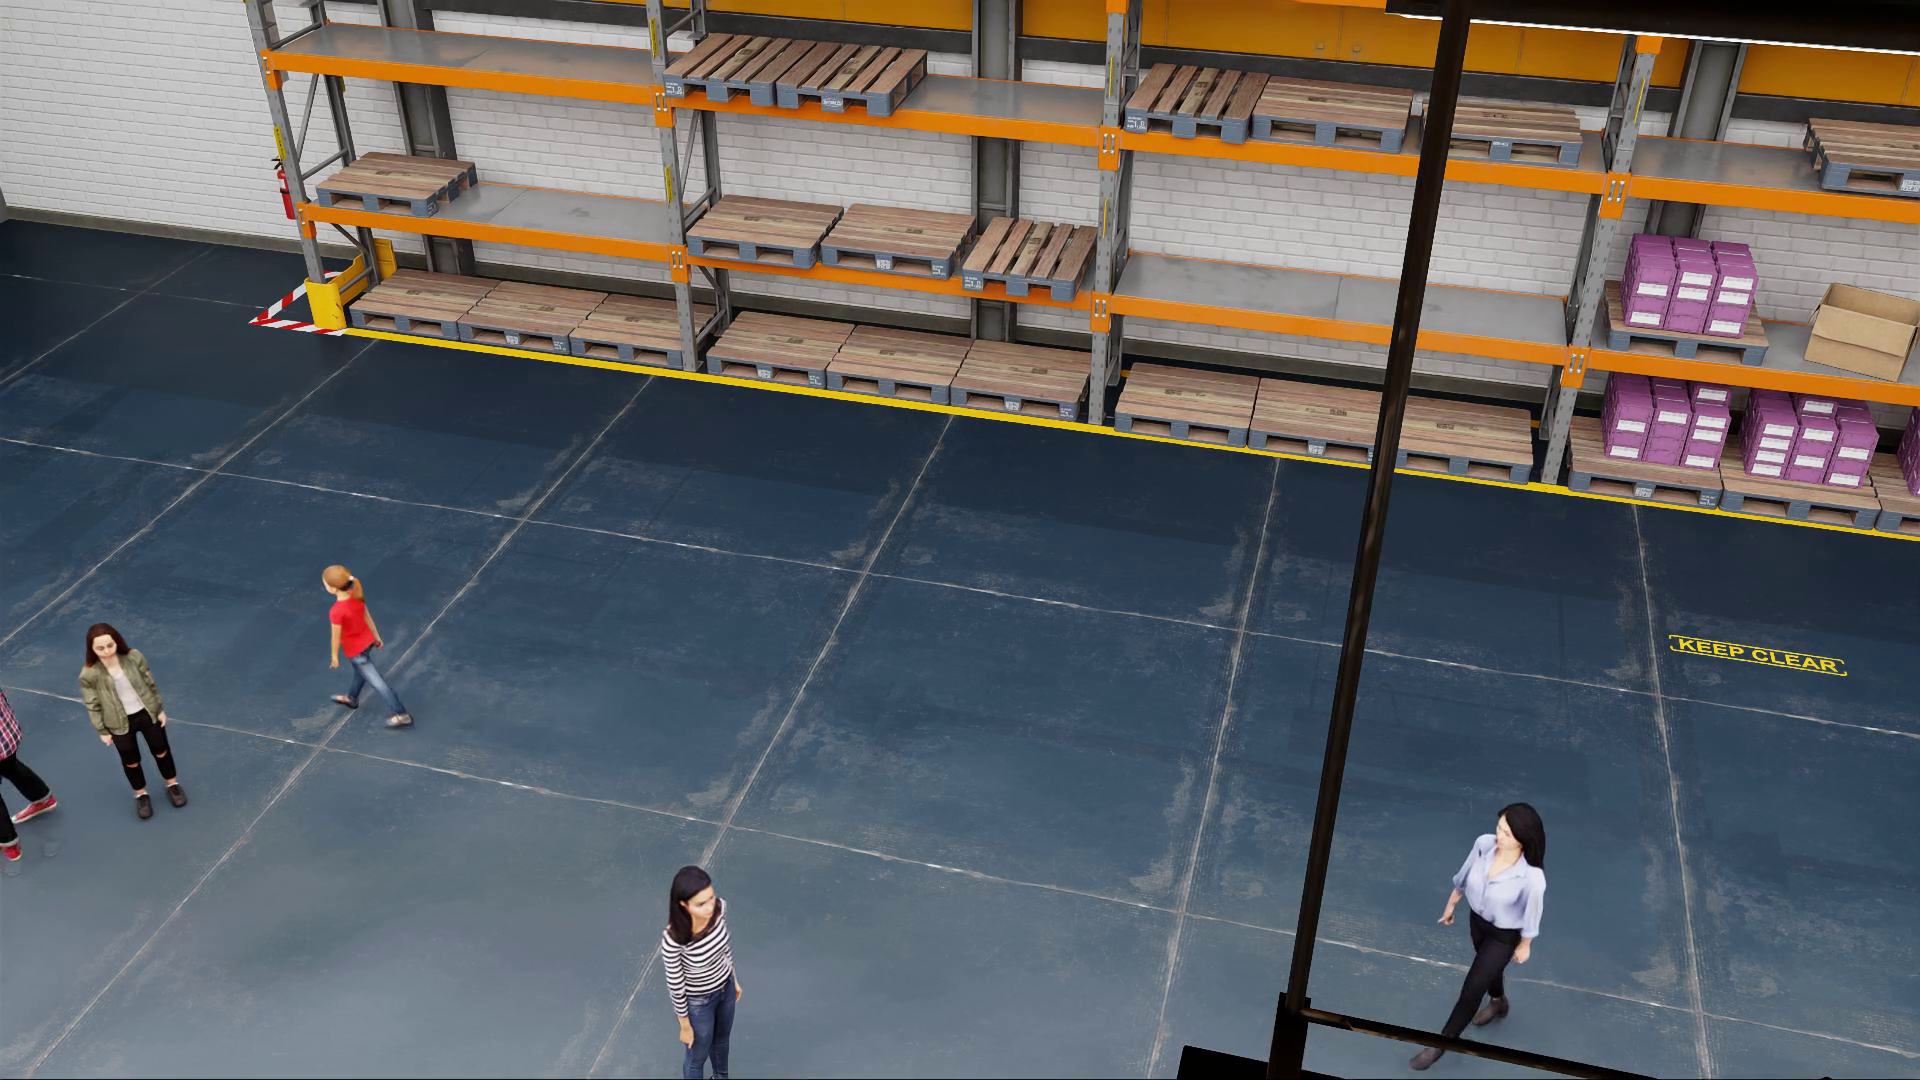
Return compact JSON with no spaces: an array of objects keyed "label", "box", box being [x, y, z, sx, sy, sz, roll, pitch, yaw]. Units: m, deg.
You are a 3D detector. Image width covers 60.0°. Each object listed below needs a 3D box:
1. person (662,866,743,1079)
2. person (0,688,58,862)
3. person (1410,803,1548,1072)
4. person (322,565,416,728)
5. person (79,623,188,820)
[{"label":"person","box":[-1.306,2.350,8.514,0.580,1.797,0.629,20,38,27]},{"label":"person","box":[-5.997,1.252,10.227,0.724,1.729,0.822,7,34,10]},{"label":"person","box":[2.953,2.079,8.999,1.143,1.711,1.054,-16,37,-23]},{"label":"person","box":[-4.048,0.752,11.387,0.905,1.277,0.477,8,34,11]},{"label":"person","box":[-5.295,1.132,10.637,0.648,1.475,0.683,-23,40,-30]}]
